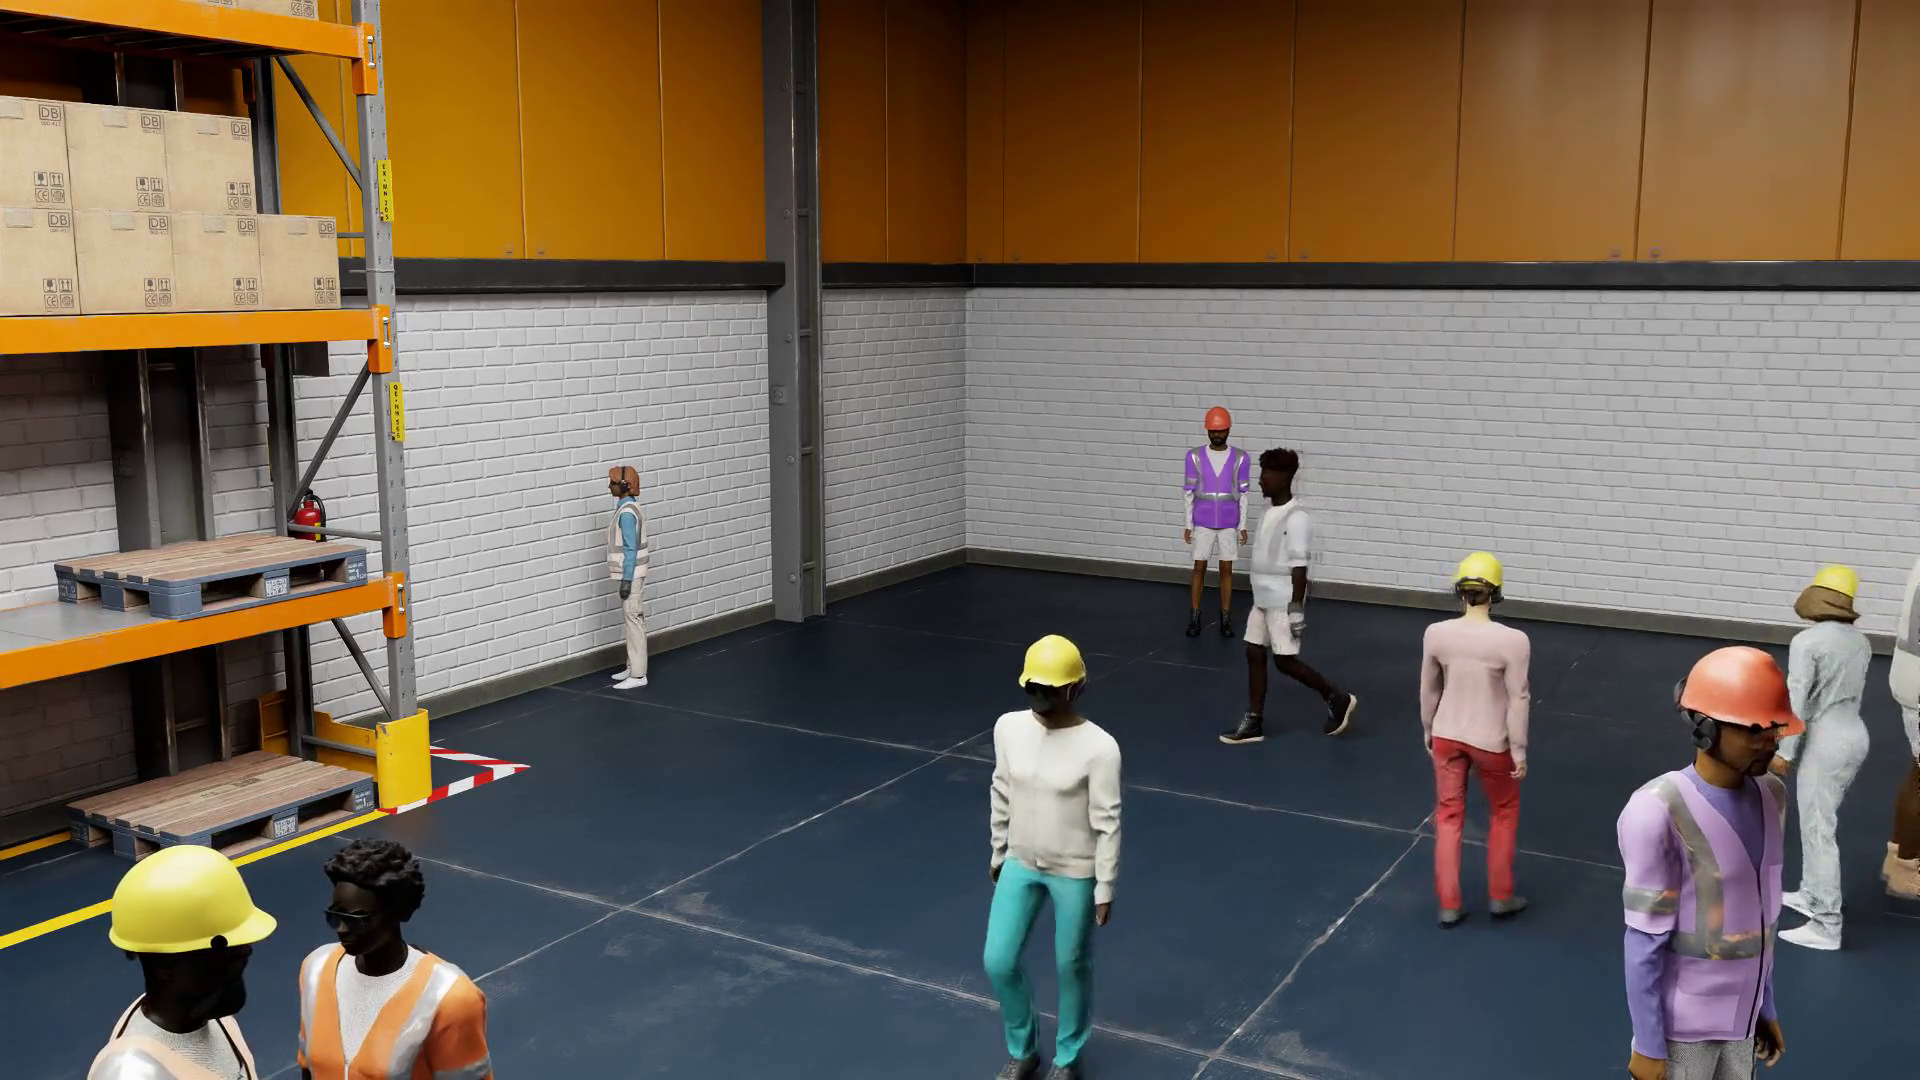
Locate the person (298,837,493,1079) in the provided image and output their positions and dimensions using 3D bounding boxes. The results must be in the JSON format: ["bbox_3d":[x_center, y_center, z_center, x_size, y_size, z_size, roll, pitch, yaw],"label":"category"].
[{"bbox_3d":[-1.388,1.541,4.070,0.532,1.697,0.322,3,10,19],"label":"person"}]

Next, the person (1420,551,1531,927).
[{"bbox_3d":[2.434,0.915,7.776,0.554,1.748,0.593,8,12,39],"label":"person"}]

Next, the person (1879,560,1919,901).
[{"bbox_3d":[4.739,0.747,8.017,0.458,2.019,0.624,4,10,25],"label":"person"}]

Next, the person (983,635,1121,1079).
[{"bbox_3d":[0.310,1.201,6.002,0.559,1.747,0.498,5,10,30],"label":"person"}]

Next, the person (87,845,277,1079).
[{"bbox_3d":[-1.518,1.543,3.344,0.364,1.928,0.586,-3,9,-15],"label":"person"}]

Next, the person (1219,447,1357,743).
[{"bbox_3d":[2.119,0.363,10.671,0.805,1.943,0.611,-2,9,-11],"label":"person"}]

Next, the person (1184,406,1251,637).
[{"bbox_3d":[2.139,-0.149,13.874,0.547,1.937,0.379,1,9,7],"label":"person"}]

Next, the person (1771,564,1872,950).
[{"bbox_3d":[3.958,0.970,7.614,0.522,1.698,0.572,-5,10,-29],"label":"person"}]

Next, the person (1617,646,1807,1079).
[{"bbox_3d":[2.057,1.290,4.564,0.608,2.044,0.372,-6,11,-32],"label":"person"}]

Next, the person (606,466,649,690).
[{"bbox_3d":[-2.431,0.268,12.194,0.306,1.640,0.522,-2,9,-11],"label":"person"}]
